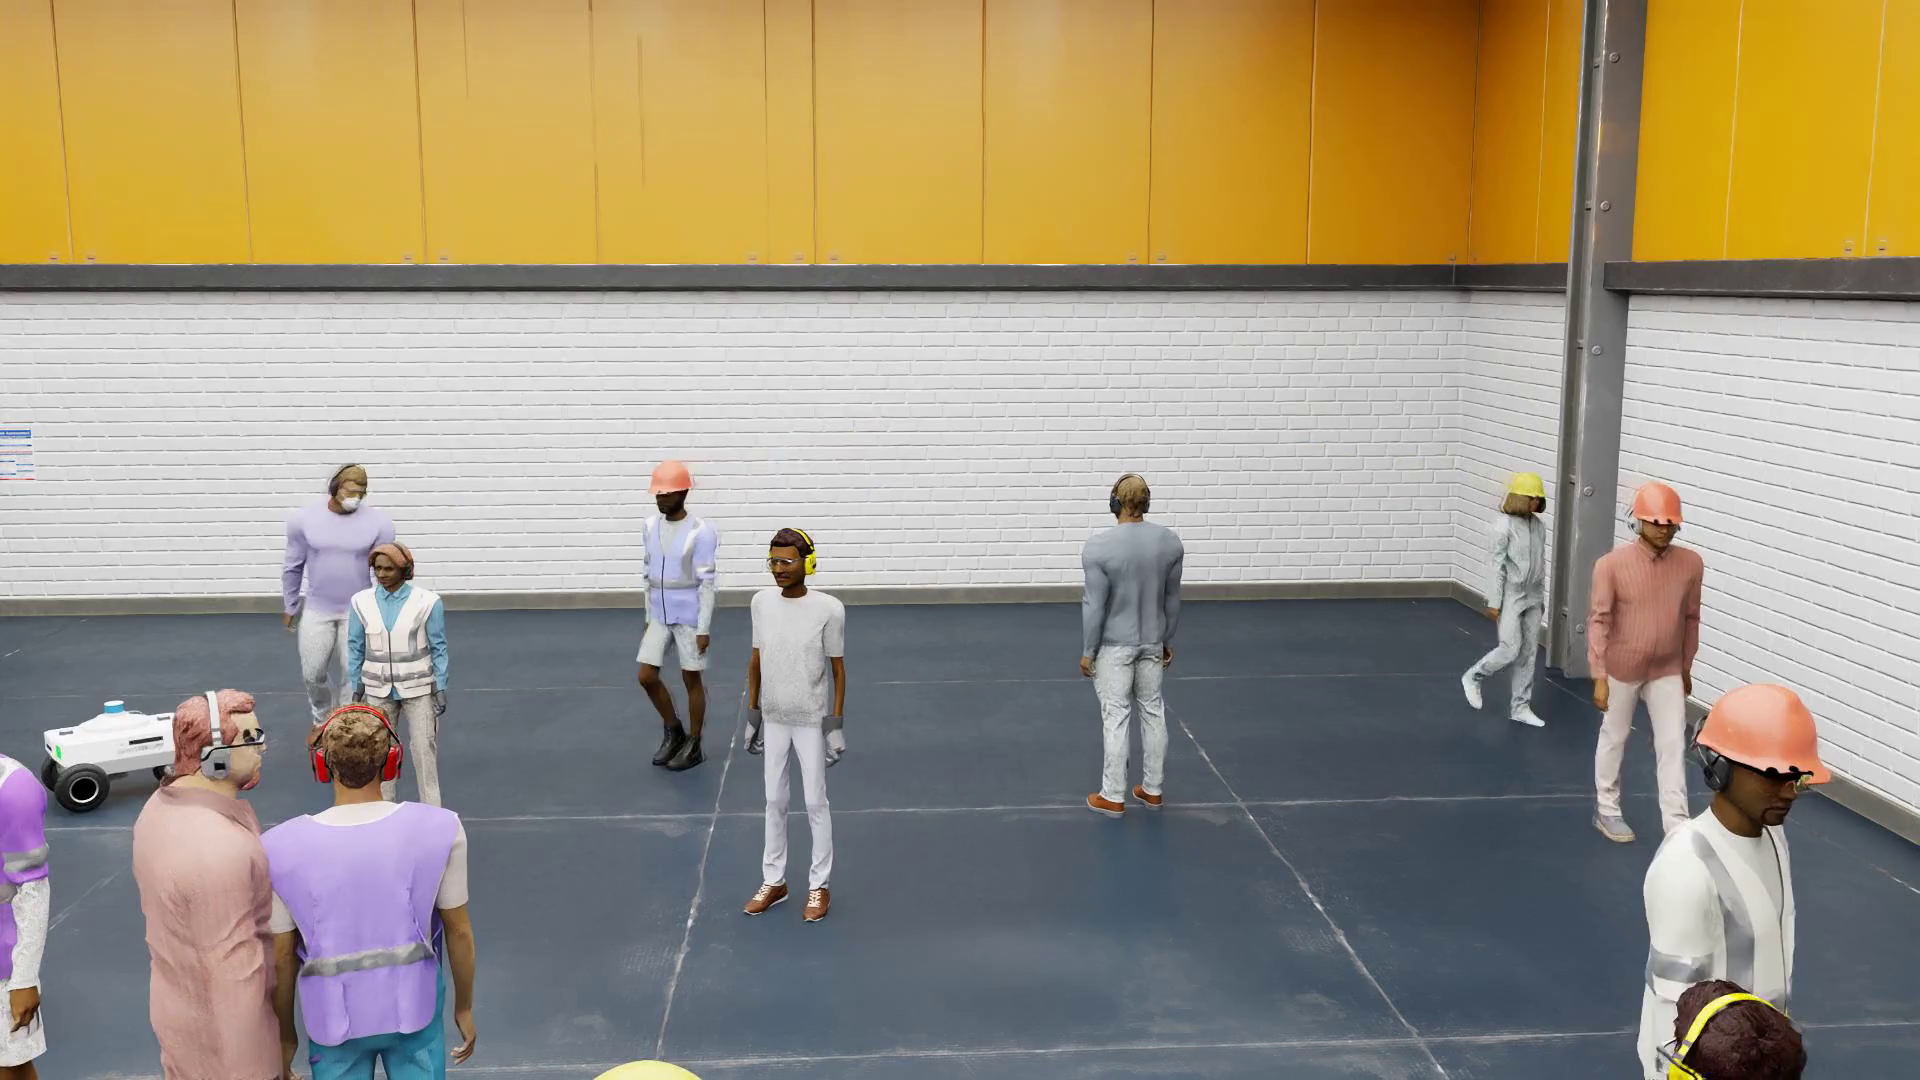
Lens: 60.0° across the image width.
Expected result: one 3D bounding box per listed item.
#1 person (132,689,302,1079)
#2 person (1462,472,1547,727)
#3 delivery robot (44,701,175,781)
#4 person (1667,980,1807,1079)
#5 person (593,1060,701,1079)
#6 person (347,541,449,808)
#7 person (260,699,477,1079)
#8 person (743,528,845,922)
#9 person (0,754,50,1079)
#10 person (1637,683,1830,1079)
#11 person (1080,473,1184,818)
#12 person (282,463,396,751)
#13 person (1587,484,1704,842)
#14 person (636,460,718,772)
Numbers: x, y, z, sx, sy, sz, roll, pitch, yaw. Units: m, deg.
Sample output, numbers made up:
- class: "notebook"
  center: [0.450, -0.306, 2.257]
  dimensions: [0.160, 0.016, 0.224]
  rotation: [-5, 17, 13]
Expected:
- class: "person"
  center: [-2.053, 1.356, 4.664]
  dimensions: [0.421, 1.915, 0.647]
  rotation: [-7, 12, -38]
- class: "person"
  center: [3.754, 0.385, 11.288]
  dimensions: [0.486, 1.728, 0.516]
  rotation: [-6, 11, -32]
- class: "delivery robot"
  center: [-4.901, 1.179, 9.671]
  dimensions: [0.707, 0.478, 0.477]
  rotation: [-7, 11, -37]
- class: "person"
  center: [1.280, 1.665, 2.954]
  dimensions: [0.539, 1.817, 0.976]
  rotation: [-3, 9, -17]
- class: "person"
  center: [-0.457, 1.687, 2.478]
  dimensions: [0.363, 1.928, 0.587]
  rotation: [3, 9, 15]
- class: "person"
  center: [-2.986, 0.815, 8.862]
  dimensions: [0.523, 1.636, 0.311]
  rotation: [0, 9, -1]
- class: "person"
  center: [-1.662, 1.370, 4.719]
  dimensions: [0.567, 1.846, 0.389]
  rotation: [-3, 10, -21]
- class: "person"
  center: [-0.784, 0.861, 7.839]
  dimensions: [0.518, 1.874, 0.329]
  rotation: [3, 10, 19]
- class: "person"
  center: [-3.028, 1.271, 5.060]
  dimensions: [0.545, 1.938, 0.356]
  rotation: [2, 9, 14]
- class: "person"
  center: [1.938, 1.353, 4.220]
  dimensions: [0.393, 2.039, 0.611]
  rotation: [8, 12, 43]
- class: "person"
  center: [0.946, 0.589, 9.336]
  dimensions: [0.631, 1.940, 0.372]
  rotation: [-4, 10, -26]
- class: "person"
  center: [-3.858, 0.442, 10.407]
  dimensions: [0.684, 1.895, 0.661]
  rotation: [-3, 9, -16]
- class: "person"
  center: [3.577, 0.693, 8.617]
  dimensions: [0.651, 1.952, 0.942]
  rotation: [0, 9, -2]
- class: "person"
  center: [-1.739, 0.472, 10.113]
  dimensions: [0.577, 1.922, 0.456]
  rotation: [5, 10, 28]
